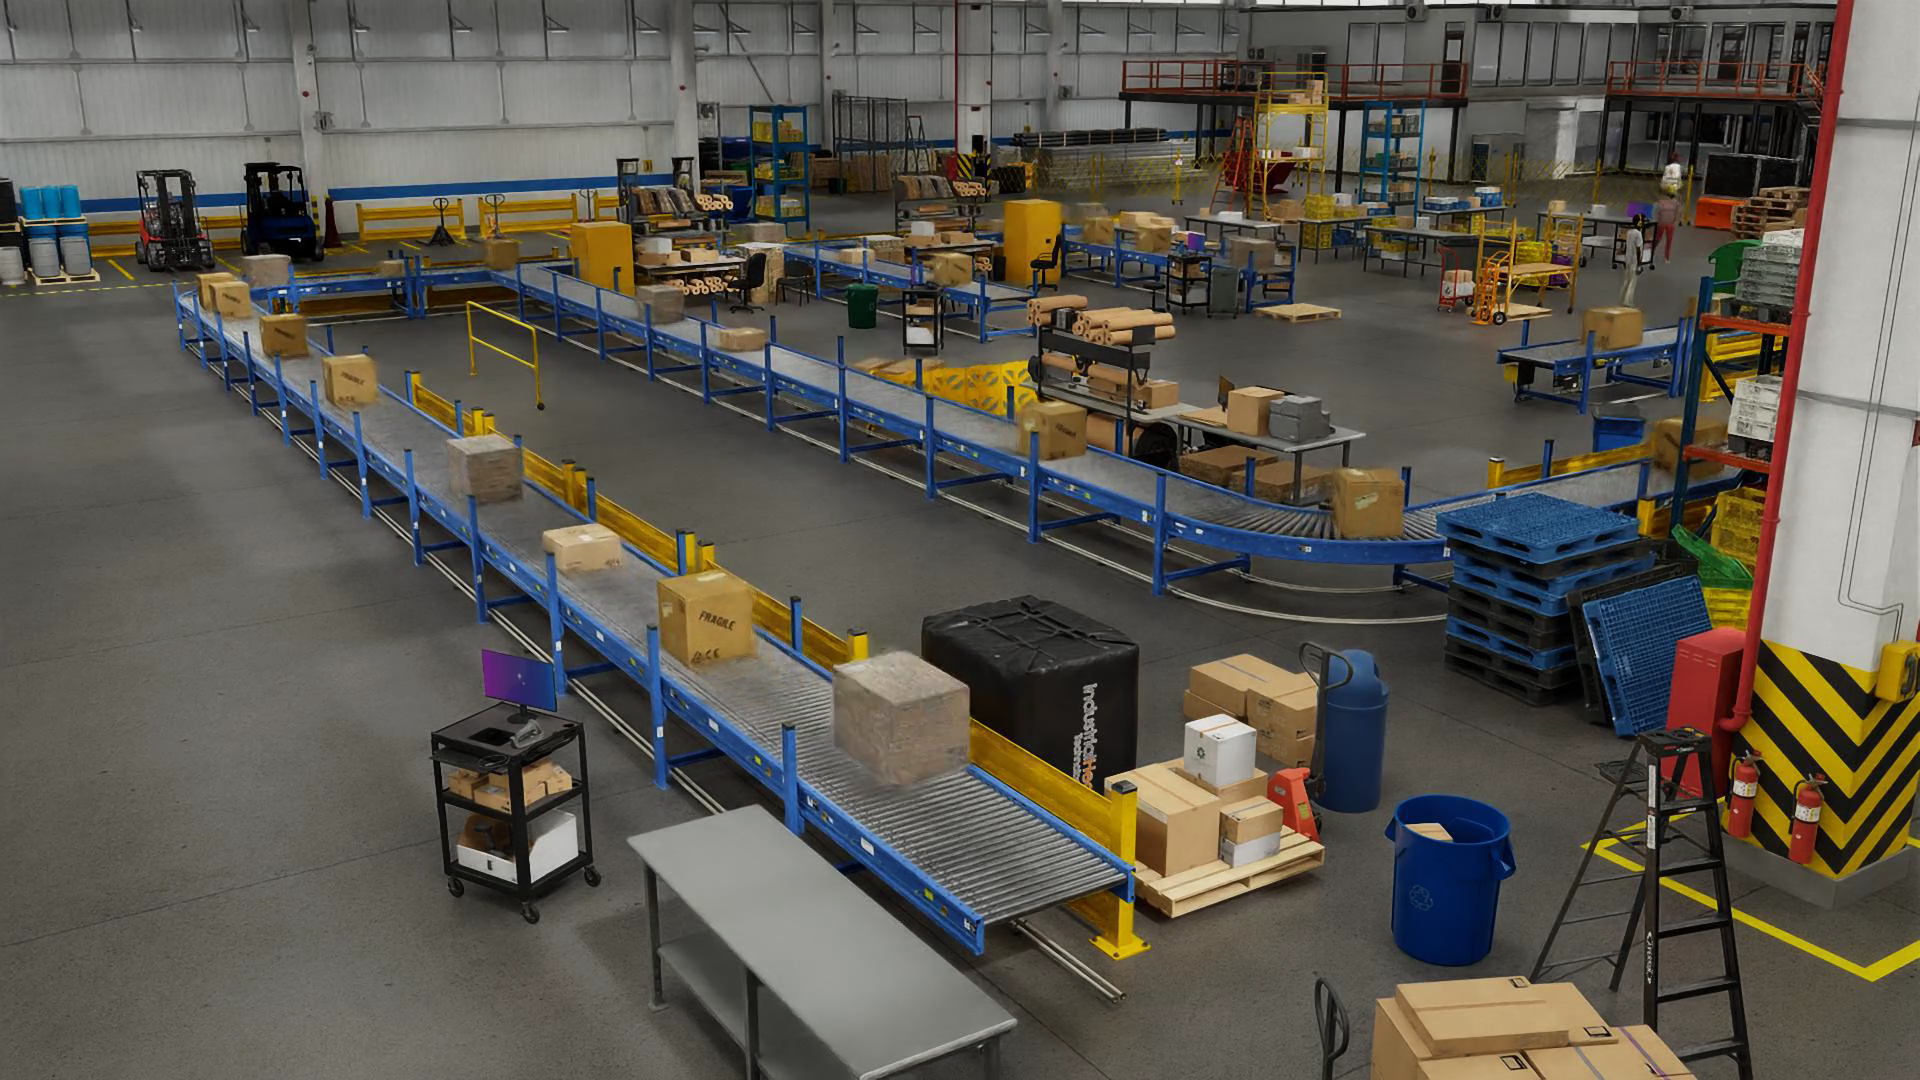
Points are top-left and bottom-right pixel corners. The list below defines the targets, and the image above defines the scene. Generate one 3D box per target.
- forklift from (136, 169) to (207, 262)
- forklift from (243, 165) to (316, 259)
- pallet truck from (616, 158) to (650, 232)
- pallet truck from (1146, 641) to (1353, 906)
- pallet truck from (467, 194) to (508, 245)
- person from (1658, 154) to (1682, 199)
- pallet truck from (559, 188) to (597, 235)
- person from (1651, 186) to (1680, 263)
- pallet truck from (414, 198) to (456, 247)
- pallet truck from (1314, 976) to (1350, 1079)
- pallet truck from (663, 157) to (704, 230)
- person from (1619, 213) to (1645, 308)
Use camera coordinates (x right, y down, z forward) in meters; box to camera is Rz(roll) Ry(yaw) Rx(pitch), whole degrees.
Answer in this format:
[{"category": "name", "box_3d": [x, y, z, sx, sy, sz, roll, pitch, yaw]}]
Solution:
[{"category": "forklift", "box_3d": [-17.842, -7.318, 37.559, 1.157, 1.987, 2.680, -10, 20, -31]}, {"category": "forklift", "box_3d": [-15.898, -7.669, 38.708, 1.157, 1.987, 2.680, -11, 20, -33]}, {"category": "pallet truck", "box_3d": [-8.918, -9.176, 44.255, 0.823, 1.965, 1.885, -9, 19, -27]}, {"category": "pallet truck", "box_3d": [1.664, 1.407, 10.232, 1.630, 1.274, 0.653, -10, 20, -31]}, {"category": "pallet truck", "box_3d": [-11.983, -8.177, 42.137, 0.704, 1.261, 1.522, -11, 20, -33]}, {"category": "person", "box_3d": [20.266, -10.090, 47.524, 0.578, 1.871, 0.426, -7, 18, -22]}, {"category": "pallet truck", "box_3d": [-10.010, -8.652, 43.699, 0.653, 1.274, 1.630, -10, 20, -31]}, {"category": "person", "box_3d": [16.355, -7.340, 38.568, 0.518, 1.747, 0.699, 1, 17, 4]}, {"category": "pallet truck", "box_3d": [-13.250, -8.060, 41.856, 0.680, 1.201, 1.601, -10, 20, -31]}, {"category": "pallet truck", "box_3d": [2.299, 2.390, 7.086, 1.601, 1.201, 0.680, -2, 17, -7]}, {"category": "pallet truck", "box_3d": [-7.586, -9.308, 44.692, 0.823, 1.965, 1.885, -11, 20, -33]}, {"category": "person", "box_3d": [12.608, -5.166, 31.128, 0.328, 1.874, 0.521, -2, 17, -6]}]
